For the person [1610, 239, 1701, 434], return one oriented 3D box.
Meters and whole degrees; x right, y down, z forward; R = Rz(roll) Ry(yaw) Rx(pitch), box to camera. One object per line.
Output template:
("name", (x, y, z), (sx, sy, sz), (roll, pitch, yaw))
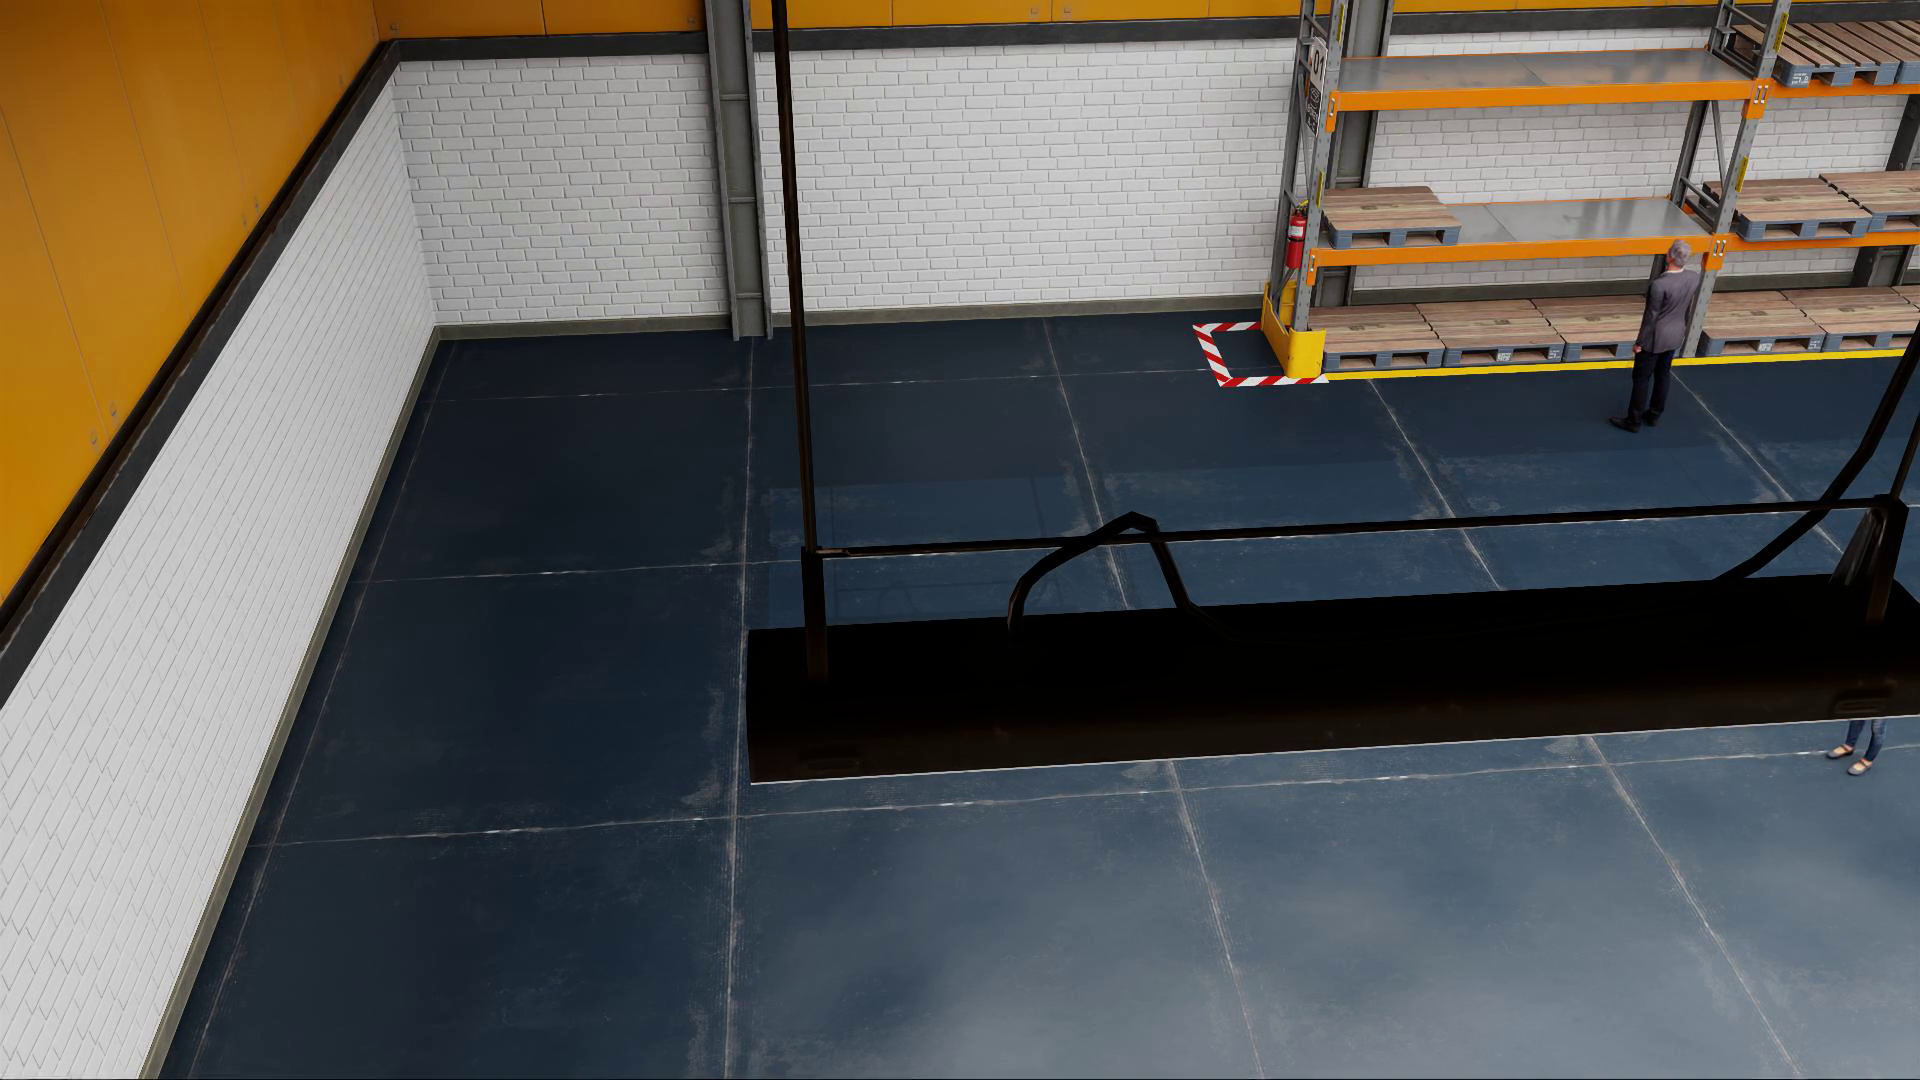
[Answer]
("person", (6.282, -1.835, 14.932), (0.689, 1.842, 0.849), (-16, 37, -22))
